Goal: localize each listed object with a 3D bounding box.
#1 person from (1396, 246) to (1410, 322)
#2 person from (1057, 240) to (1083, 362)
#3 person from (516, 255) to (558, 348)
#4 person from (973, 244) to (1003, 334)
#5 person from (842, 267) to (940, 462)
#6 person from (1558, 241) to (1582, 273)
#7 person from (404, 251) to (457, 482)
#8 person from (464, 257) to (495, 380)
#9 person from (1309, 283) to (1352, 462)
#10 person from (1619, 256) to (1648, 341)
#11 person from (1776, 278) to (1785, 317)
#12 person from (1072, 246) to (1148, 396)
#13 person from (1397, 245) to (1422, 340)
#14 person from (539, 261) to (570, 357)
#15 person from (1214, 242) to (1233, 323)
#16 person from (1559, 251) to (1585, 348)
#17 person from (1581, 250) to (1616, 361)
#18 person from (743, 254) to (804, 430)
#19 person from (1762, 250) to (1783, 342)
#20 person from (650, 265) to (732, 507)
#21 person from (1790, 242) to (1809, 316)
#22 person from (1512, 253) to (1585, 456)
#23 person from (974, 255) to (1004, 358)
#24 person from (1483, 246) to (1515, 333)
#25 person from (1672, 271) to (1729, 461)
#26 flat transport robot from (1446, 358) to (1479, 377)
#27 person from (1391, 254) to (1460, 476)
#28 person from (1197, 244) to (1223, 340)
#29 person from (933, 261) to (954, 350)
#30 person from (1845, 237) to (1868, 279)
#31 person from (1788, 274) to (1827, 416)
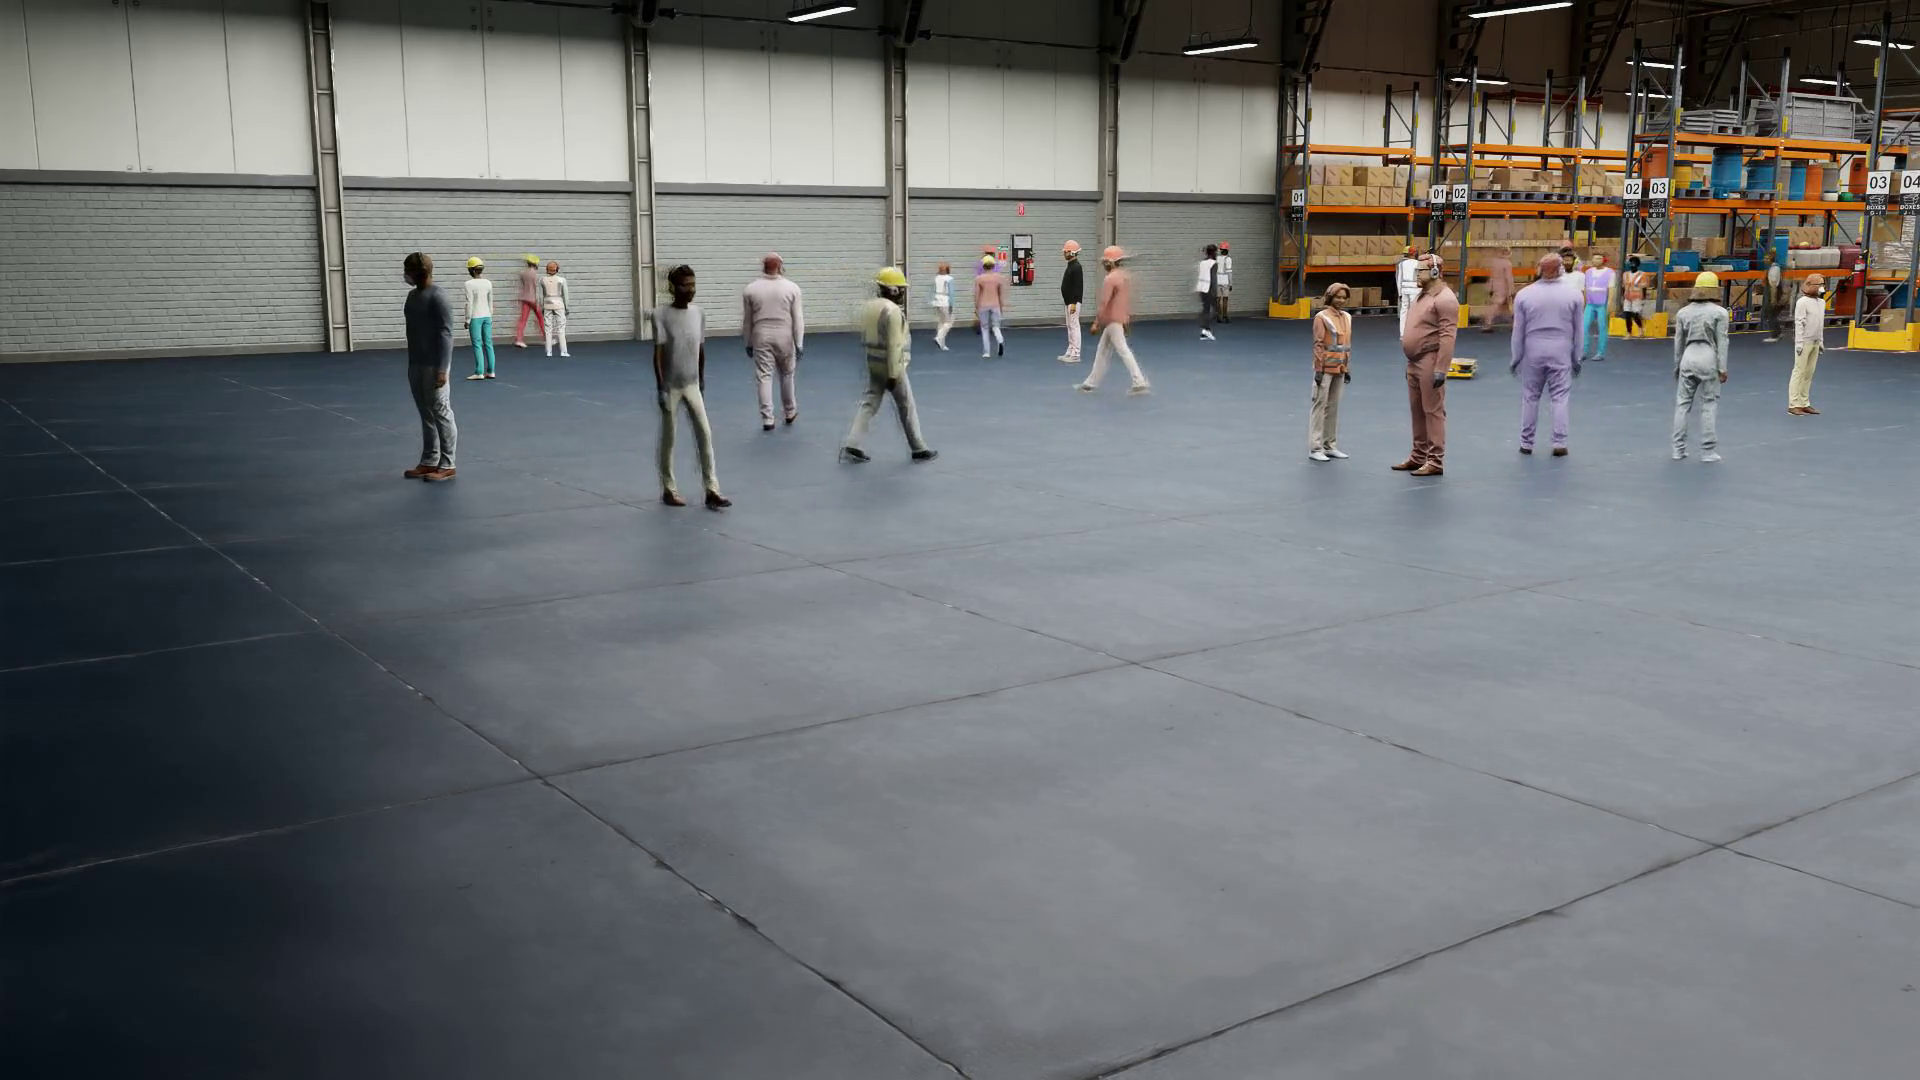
[{"bbox_3d":[10.829,-6.197,40.300,0.403,1.834,0.588,-7,13,-35],"label":"person"},{"bbox_3d":[1.841,-3.939,27.477,0.377,1.995,0.612,-2,10,-9],"label":"person"},{"bbox_3d":[-7.978,-4.454,31.052,0.537,1.715,0.909,7,12,34],"label":"person"},{"bbox_3d":[0.582,-5.273,35.025,0.831,1.915,0.538,-9,14,-40],"label":"person"},{"bbox_3d":[-0.668,-1.587,15.166,0.921,1.792,0.597,-6,12,-29],"label":"person"},{"bbox_3d":[11.680,-4.776,32.127,0.619,1.995,1.091,3,11,18],"label":"person"},{"bbox_3d":[-4.495,-1.462,14.070,0.370,1.934,0.627,-10,14,-43],"label":"person"},{"bbox_3d":[-6.963,-3.194,24.020,0.313,1.767,0.534,5,12,26],"label":"person"},{"bbox_3d":[3.432,-1.552,15.374,0.515,1.638,0.315,-9,14,-42],"label":"person"},{"bbox_3d":[13.297,-4.759,32.831,0.381,1.687,0.530,-6,12,-30],"label":"person"},{"bbox_3d":[19.744,-6.255,40.323,0.352,1.942,0.545,-4,11,-23],"label":"person"},{"bbox_3d":[1.997,-2.840,21.630,1.070,1.945,0.614,4,11,20],"label":"person"},{"bbox_3d":[8.996,-4.920,33.163,0.362,1.883,0.575,-9,14,-41],"label":"person"},{"bbox_3d":[-6.946,-3.945,28.486,0.517,1.641,0.308,0,10,2],"label":"person"},{"bbox_3d":[6.278,-6.129,39.638,0.356,1.937,0.552,-9,14,-42],"label":"person"},{"bbox_3d":[9.128,-3.419,25.093,0.557,1.820,0.932,7,12,32],"label":"person"},{"bbox_3d":[10.448,-3.851,27.450,0.763,1.820,0.596,-7,13,-35],"label":"person"},{"bbox_3d":[-1.995,-2.142,17.983,0.673,1.855,0.960,0,10,3],"label":"person"},{"bbox_3d":[15.825,-4.746,32.404,0.457,1.807,0.522,5,11,24],"label":"person"},{"bbox_3d":[-2.063,-1.132,12.517,0.524,1.836,0.842,-8,13,-36],"label":"person"},{"bbox_3d":[21.305,-6.582,42.153,0.363,1.928,0.587,-6,12,-31],"label":"person"},{"bbox_3d":[5.548,-1.746,15.702,0.646,1.907,0.404,4,11,20],"label":"person"},{"bbox_3d":[0.504,-3.961,28.292,0.525,1.749,0.477,-2,11,-13],"label":"person"},{"bbox_3d":[11.705,-5.374,35.715,1.015,1.852,0.670,-2,10,-8],"label":"person"},{"bbox_3d":[6.839,-1.600,15.351,0.303,1.743,0.490,-9,14,-40],"label":"person"},{"bbox_3d":[7.313,-2.570,24.699,0.652,0.197,1.431,4,11,21],"label":"flat transport robot"},{"bbox_3d":[4.028,-1.512,14.415,0.409,1.907,0.651,-2,11,-10],"label":"person"},{"bbox_3d":[4.995,-4.944,33.225,0.463,1.903,0.629,-4,11,-21],"label":"person"},{"bbox_3d":[-0.330,-4.224,30.075,0.430,1.623,0.513,-10,14,-43],"label":"person"},{"bbox_3d":[25.639,-7.619,47.519,0.605,2.044,0.375,6,12,29],"label":"person"},{"bbox_3d":[9.835,-2.259,19.259,0.500,1.633,0.284,-7,12,-33],"label":"person"}]
